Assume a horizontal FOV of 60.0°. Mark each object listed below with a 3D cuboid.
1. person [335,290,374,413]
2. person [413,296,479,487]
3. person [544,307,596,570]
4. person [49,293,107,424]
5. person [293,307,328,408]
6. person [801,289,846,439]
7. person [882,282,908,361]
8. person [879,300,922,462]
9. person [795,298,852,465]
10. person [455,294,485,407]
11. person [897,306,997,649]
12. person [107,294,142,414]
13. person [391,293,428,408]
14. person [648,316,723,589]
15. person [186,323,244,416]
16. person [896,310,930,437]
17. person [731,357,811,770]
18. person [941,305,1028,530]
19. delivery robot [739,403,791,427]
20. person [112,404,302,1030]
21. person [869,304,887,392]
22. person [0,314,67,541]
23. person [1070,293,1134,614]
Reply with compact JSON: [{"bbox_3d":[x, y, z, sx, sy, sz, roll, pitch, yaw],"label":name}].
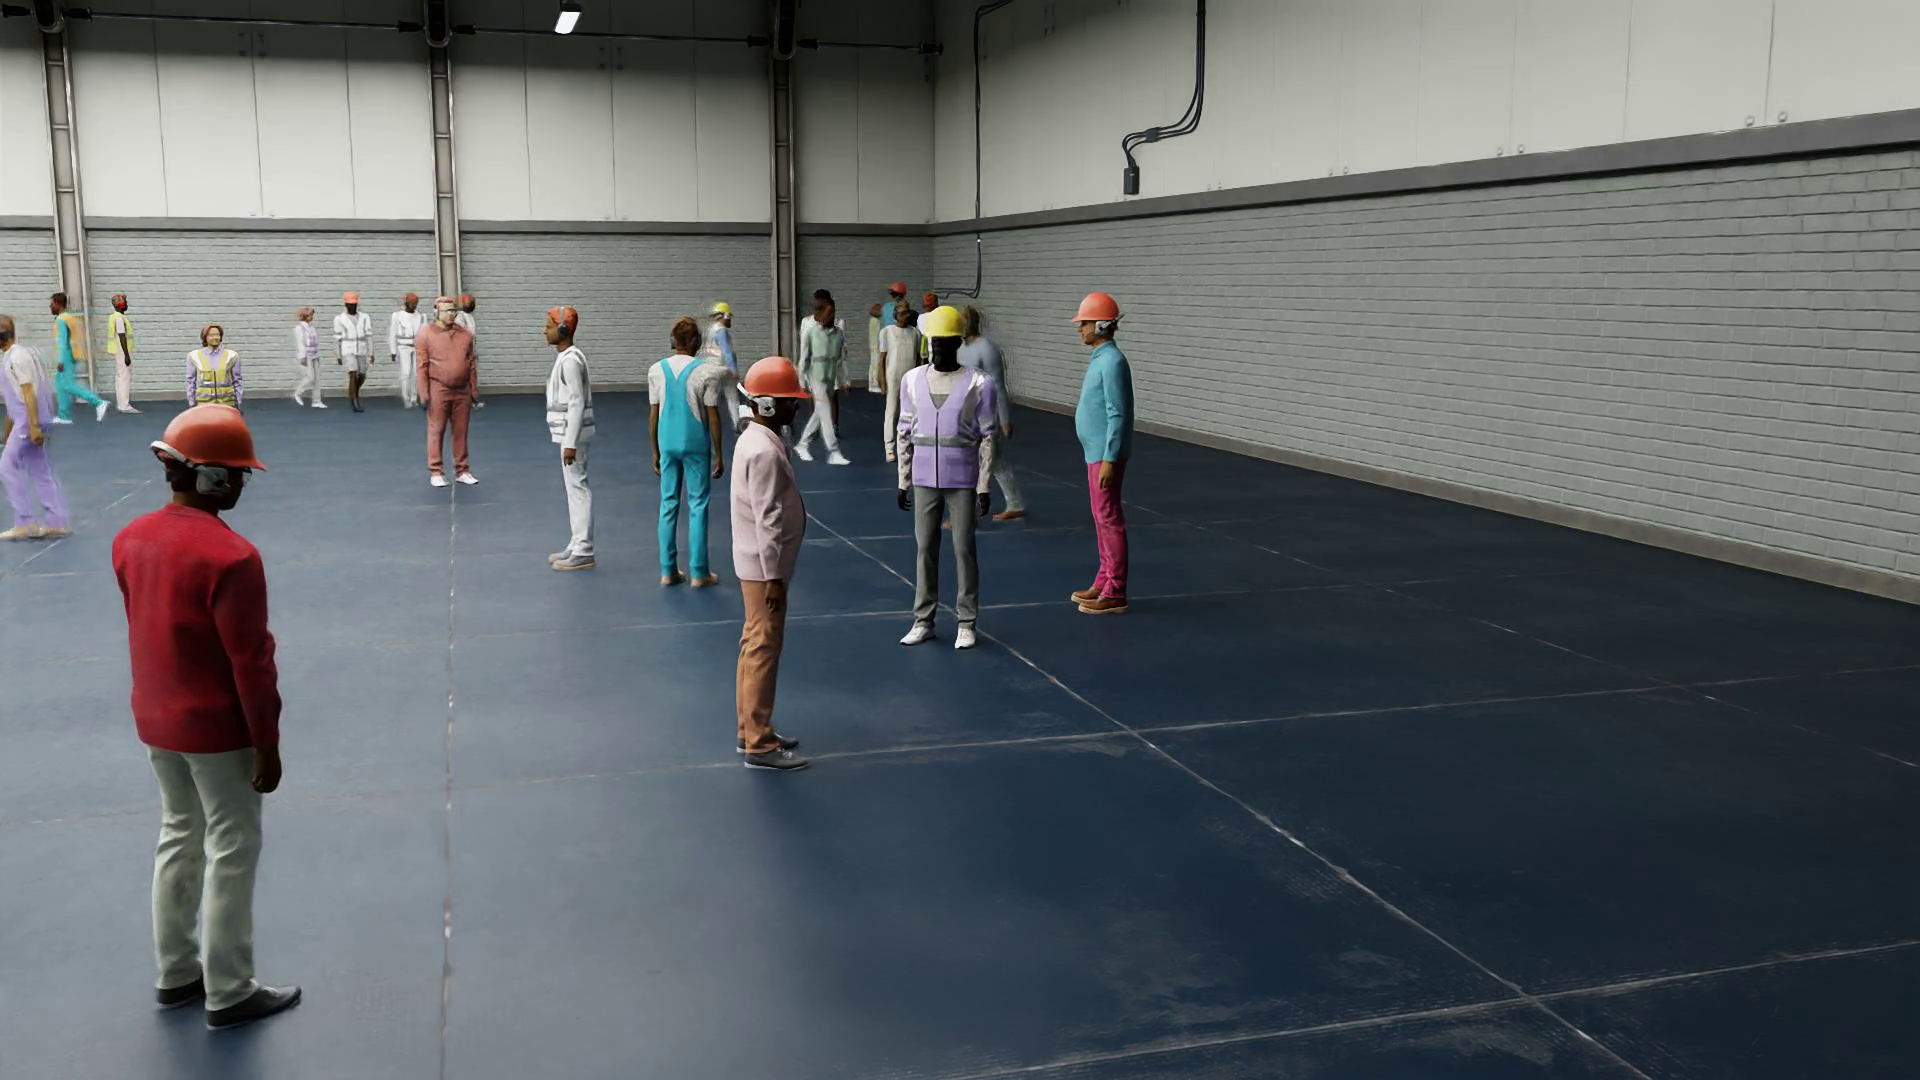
[{"bbox_3d":[-9.557,-2.967,26.156,0.544,1.914,0.779,-7,11,-38],"label":"person"},{"bbox_3d":[-5.144,-1.490,16.745,0.403,1.906,0.650,9,12,44],"label":"person"},{"bbox_3d":[-2.796,-0.723,11.924,0.361,1.882,0.575,-2,9,-14],"label":"person"},{"bbox_3d":[-12.771,-2.605,23.901,0.739,1.894,0.600,-4,10,-26],"label":"person"},{"bbox_3d":[-10.478,-2.922,26.750,0.456,1.622,0.543,1,9,6],"label":"person"},{"bbox_3d":[-1.775,-2.276,21.600,0.603,1.958,0.375,2,9,10],"label":"person"},{"bbox_3d":[-1.080,-3.441,28.800,0.616,2.022,0.523,7,12,39],"label":"person"},{"bbox_3d":[-0.668,-1.810,18.980,0.511,1.844,0.341,-3,10,-21],"label":"person"},{"bbox_3d":[-1.580,-1.805,18.857,0.955,1.880,0.603,8,12,42],"label":"person"},{"bbox_3d":[-8.120,-3.086,27.139,0.659,1.848,0.626,1,9,6],"label":"person"},{"bbox_3d":[-0.083,-0.349,9.385,0.588,1.930,0.359,3,9,18],"label":"person"},{"bbox_3d":[-12.939,-2.862,25.680,0.389,1.848,0.566,-6,11,-34],"label":"person"},{"bbox_3d":[-8.861,-3.055,26.878,0.601,1.854,0.610,-7,12,-40],"label":"person"},{"bbox_3d":[-1.836,-0.583,11.196,0.512,1.835,0.359,2,9,14],"label":"person"},{"bbox_3d":[-7.422,-1.335,16.587,0.520,1.645,0.307,-4,10,-26],"label":"person"},{"bbox_3d":[-0.632,-2.069,21.103,0.540,1.695,0.318,3,9,18],"label":"person"},{"bbox_3d":[-0.802,0.093,7.125,0.342,1.749,0.570,-2,9,-12],"label":"person"},{"bbox_3d":[0.229,-1.031,13.968,0.868,1.882,0.651,-4,10,-23],"label":"person"},{"bbox_3d":[-2.544,-1.680,21.953,0.707,0.478,0.477,1,9,6],"label":"delivery robot"},{"bbox_3d":[-2.079,0.491,4.643,0.574,1.737,0.353,5,10,31],"label":"person"},{"bbox_3d":[-1.529,-3.529,30.612,0.265,1.632,0.508,-3,10,-21],"label":"person"},{"bbox_3d":[-7.507,-0.895,13.252,0.628,1.806,0.550,-5,10,-27],"label":"person"},{"bbox_3d":[0.879,-0.538,10.385,0.397,1.992,0.623,0,9,-2],"label":"person"}]
